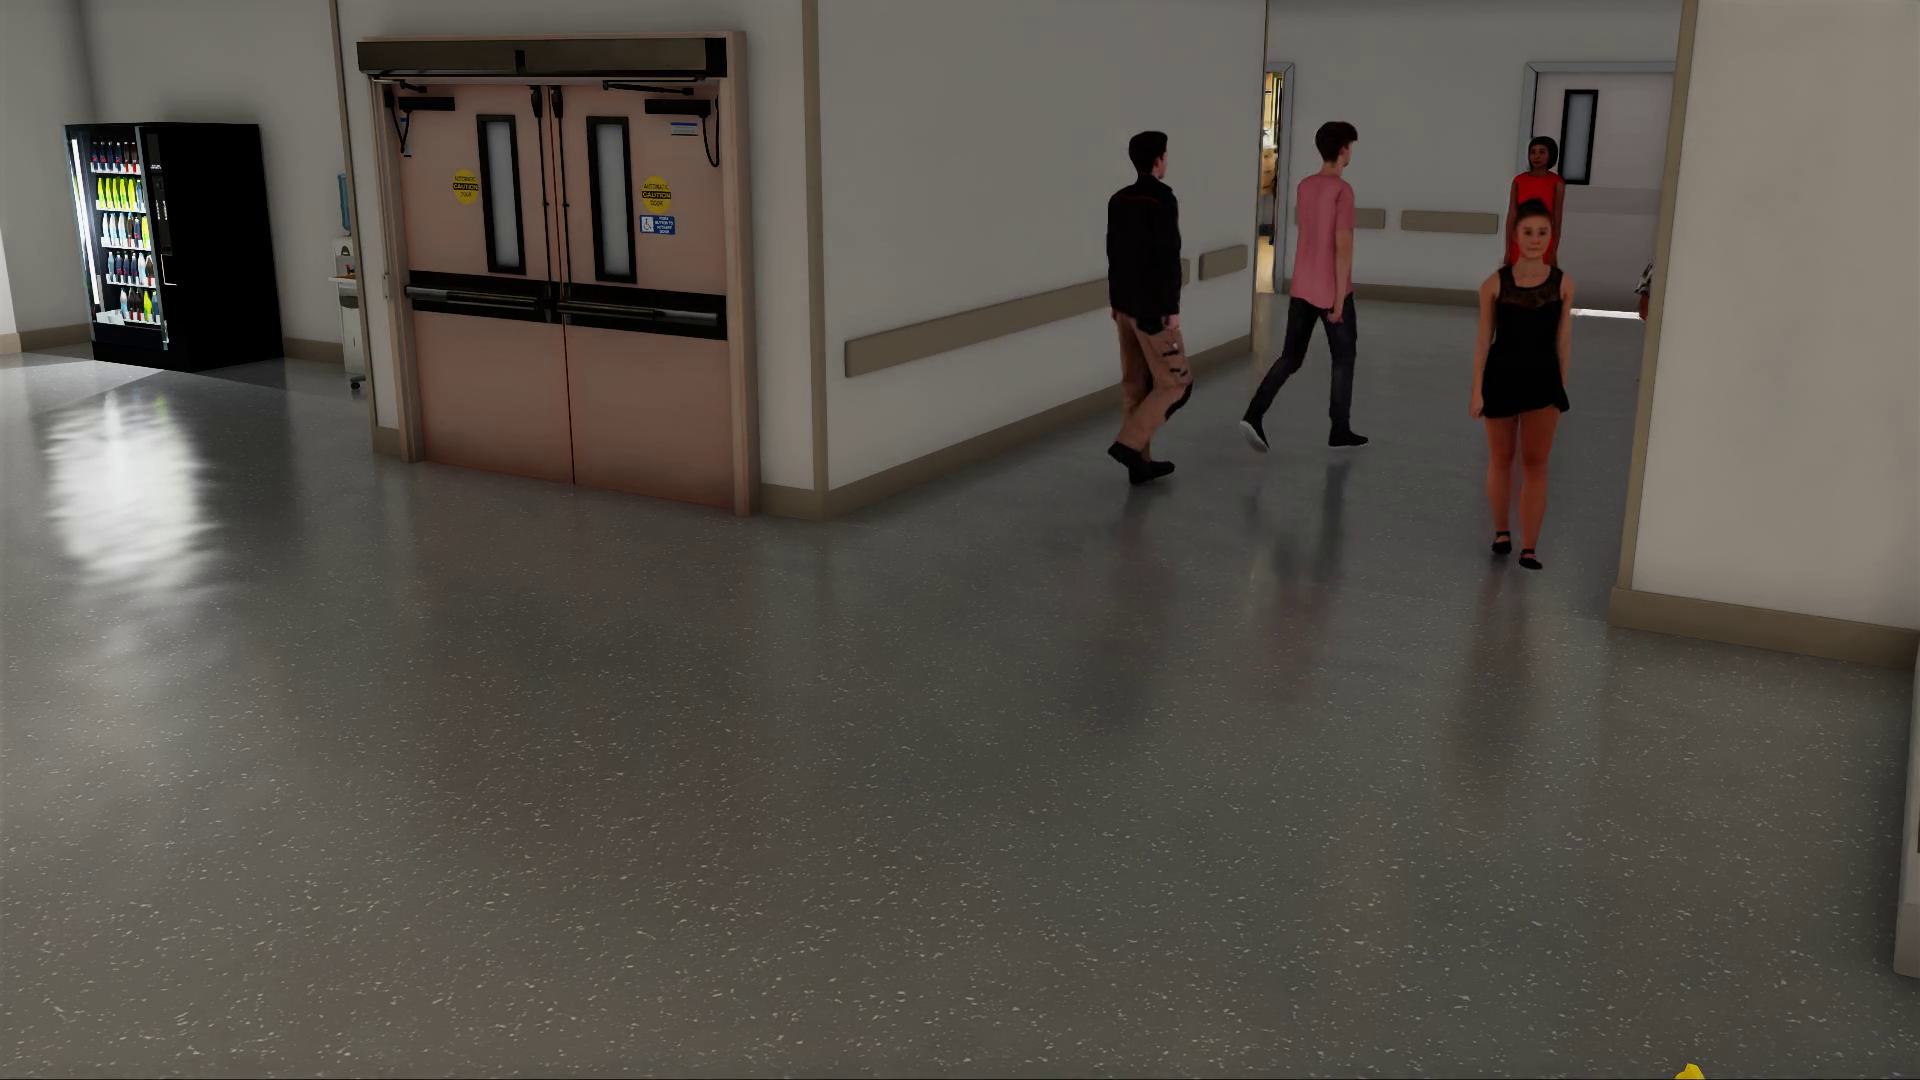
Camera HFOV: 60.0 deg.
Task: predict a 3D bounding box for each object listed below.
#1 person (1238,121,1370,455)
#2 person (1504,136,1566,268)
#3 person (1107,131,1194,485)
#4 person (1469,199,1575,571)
[{"bbox_3d":[2.014,-1.423,9.697,1.040,1.926,1.215,-11,19,-34],"label":"person"},{"bbox_3d":[4.497,-2.279,13.069,0.433,1.743,0.617,9,18,28],"label":"person"},{"bbox_3d":[0.952,-1.228,9.018,0.926,1.919,0.861,-11,19,-33],"label":"person"},{"bbox_3d":[2.590,-0.719,7.702,0.919,1.653,0.803,4,16,14],"label":"person"}]
